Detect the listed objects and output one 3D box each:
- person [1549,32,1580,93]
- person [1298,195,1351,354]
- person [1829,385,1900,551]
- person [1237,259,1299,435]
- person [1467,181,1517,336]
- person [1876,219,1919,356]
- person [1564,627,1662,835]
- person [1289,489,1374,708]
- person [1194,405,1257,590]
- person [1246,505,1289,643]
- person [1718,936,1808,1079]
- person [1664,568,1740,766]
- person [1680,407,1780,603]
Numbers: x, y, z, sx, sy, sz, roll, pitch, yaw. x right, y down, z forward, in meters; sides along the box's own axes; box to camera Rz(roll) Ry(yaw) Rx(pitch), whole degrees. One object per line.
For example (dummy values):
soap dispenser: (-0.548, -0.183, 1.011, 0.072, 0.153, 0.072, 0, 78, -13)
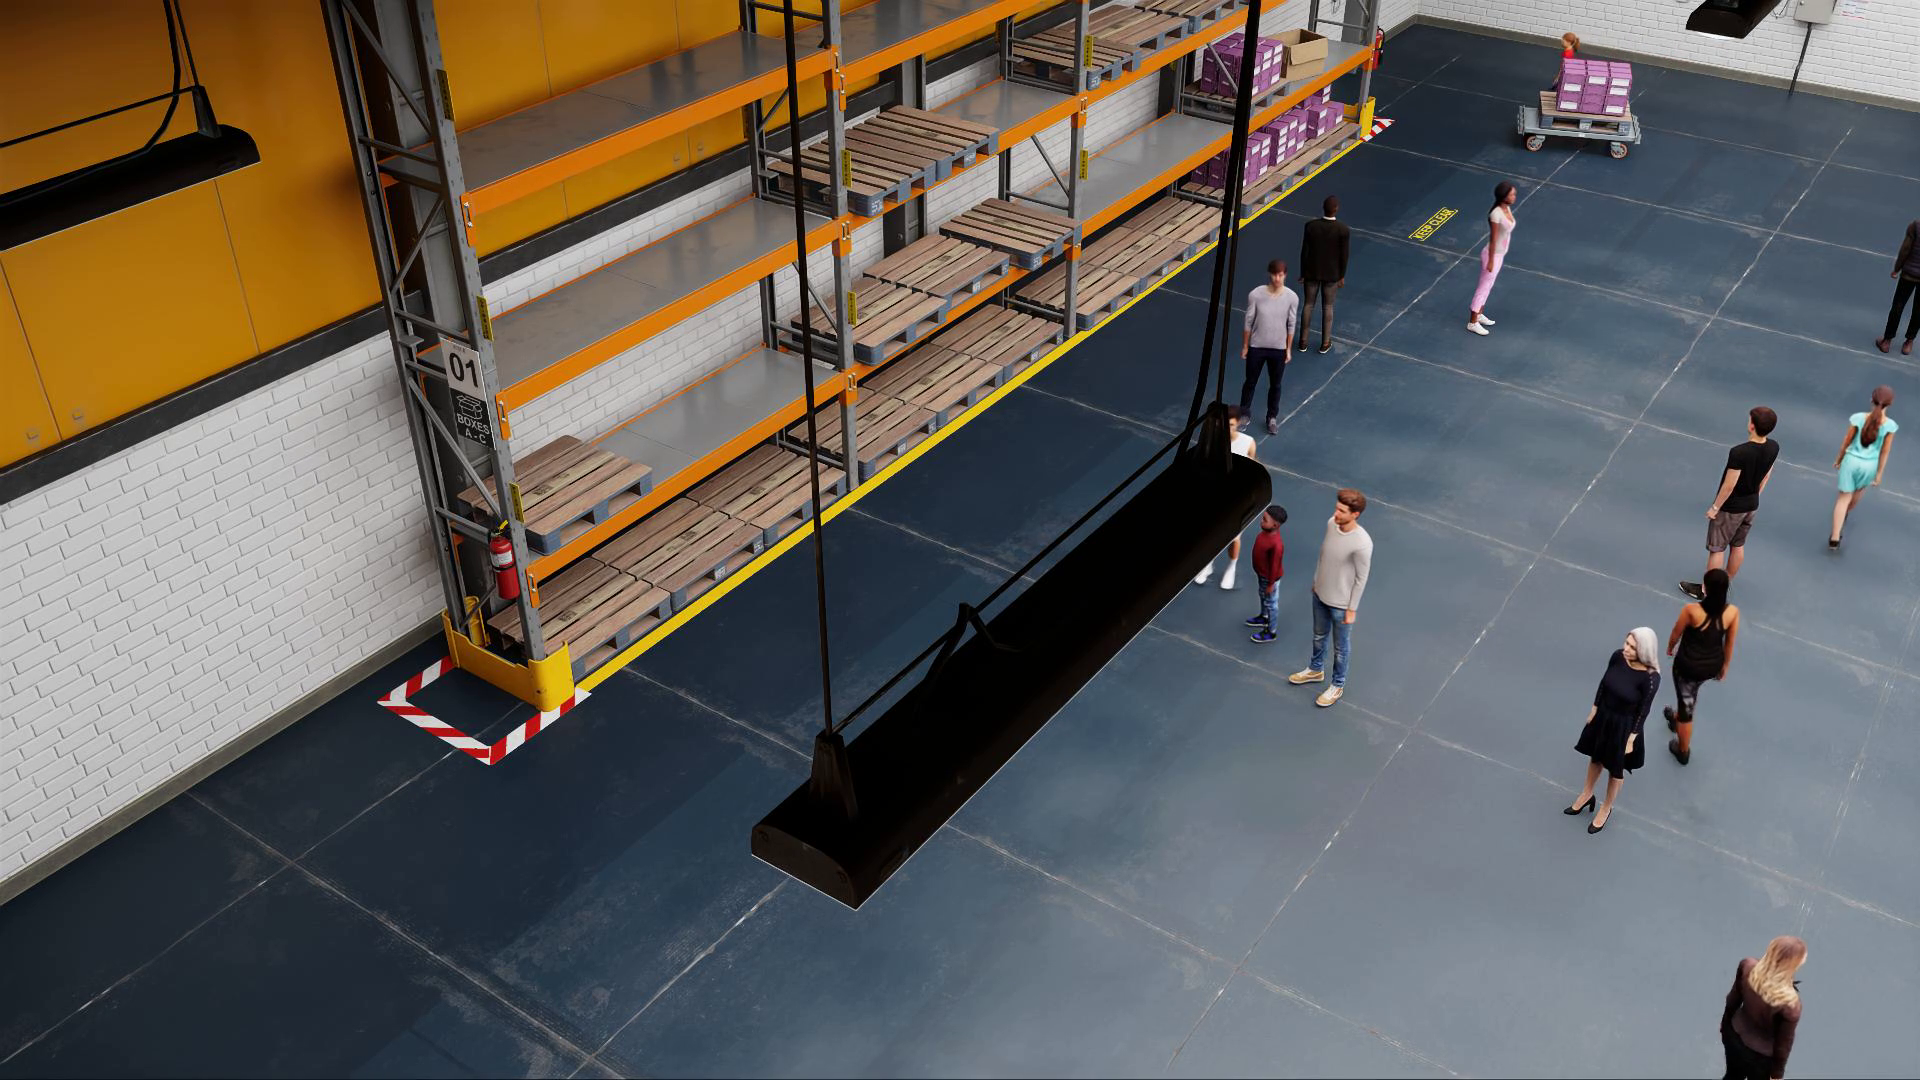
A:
person: (8.919, -6.784, 24.395, 0.615, 1.301, 0.531, 7, 34, 11)
person: (3.941, -2.889, 18.084, 0.723, 1.800, 0.677, 9, 35, 13)
person: (8.067, -0.623, 14.932, 0.655, 1.515, 1.093, 17, 37, 24)
person: (3.073, -1.939, 16.618, 0.737, 1.841, 0.714, 4, 34, 7)
person: (5.950, -3.165, 18.553, 0.647, 1.741, 0.466, 18, 37, 25)
person: (10.425, -2.895, 18.060, 0.758, 1.836, 0.691, 10, 35, 14)
person: (4.642, 1.332, 11.782, 0.709, 1.747, 0.690, -16, 37, -22)
person: (2.952, 0.421, 13.010, 0.734, 1.905, 0.742, -17, 37, -24)
person: (2.295, -0.392, 14.343, 0.681, 1.784, 0.654, 11, 35, 16)
person: (2.582, 0.258, 13.845, 0.637, 1.253, 0.570, -4, 34, -5)
person: (4.437, 2.909, 9.456, 0.927, 1.696, 0.848, -10, 35, -14)
person: (5.524, 0.976, 12.409, 0.839, 1.646, 0.944, 0, 34, -1)
person: (6.604, -0.303, 14.138, 0.712, 1.862, 0.834, -14, 36, -20)
